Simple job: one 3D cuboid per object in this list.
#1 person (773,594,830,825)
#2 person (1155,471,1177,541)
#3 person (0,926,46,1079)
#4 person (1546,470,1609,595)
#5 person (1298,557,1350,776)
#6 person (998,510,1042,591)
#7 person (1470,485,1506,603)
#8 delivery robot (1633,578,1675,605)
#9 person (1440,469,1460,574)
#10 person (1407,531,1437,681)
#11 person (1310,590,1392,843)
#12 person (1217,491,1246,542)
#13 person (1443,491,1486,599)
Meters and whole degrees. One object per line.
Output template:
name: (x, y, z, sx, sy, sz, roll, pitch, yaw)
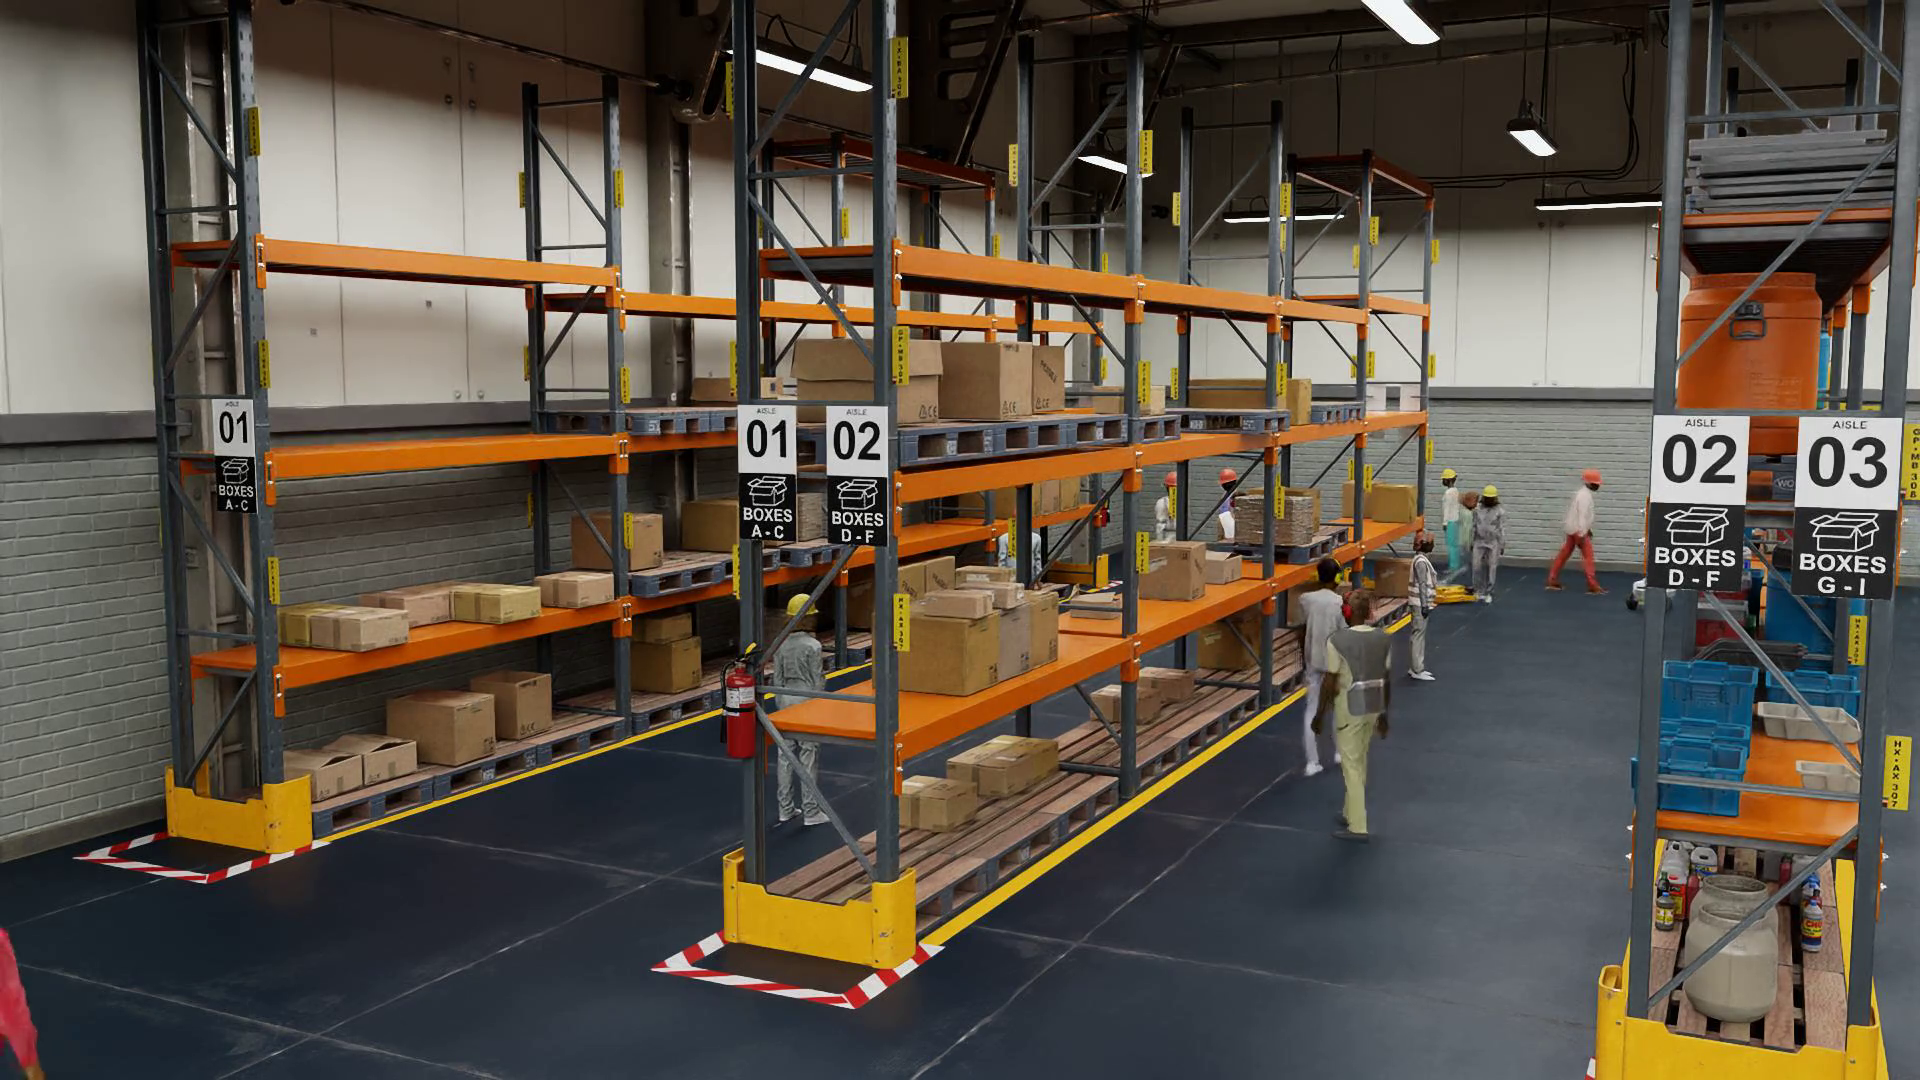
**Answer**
person: (-1.189, 1.272, 12.557, 0.487, 1.744, 0.297, 4, 7, 35)
person: (2.921, 0.075, 22.751, 0.391, 2.040, 0.615, 5, 8, 40)
person: (-3.794, 1.935, 6.310, 0.592, 1.704, 0.889, 2, 6, 20)
person: (9.440, -0.127, 25.422, 0.920, 1.921, 0.674, 2, 6, 19)
person: (3.140, 1.056, 14.216, 0.509, 1.837, 0.837, 3, 7, 29)
person: (0.741, 0.471, 20.282, 0.573, 1.750, 0.332, -2, 6, -17)
person: (7.703, 0.065, 24.291, 0.512, 1.733, 0.459, 3, 7, 28)
delivery robot: (9.844, 0.678, 23.574, 0.707, 0.478, 0.477, -6, 8, -43)
person: (8.206, -0.313, 27.913, 0.343, 1.758, 0.521, 3, 7, 27)
person: (5.102, 0.723, 18.382, 0.307, 1.641, 0.513, 1, 6, 11)
person: (2.856, 1.279, 12.233, 0.555, 1.811, 0.779, -4, 7, -32)
person: (3.625, 0.271, 21.790, 0.563, 1.847, 0.390, -2, 6, -15)
person: (7.542, 0.076, 24.749, 0.548, 1.612, 0.513, 3, 6, 24)
